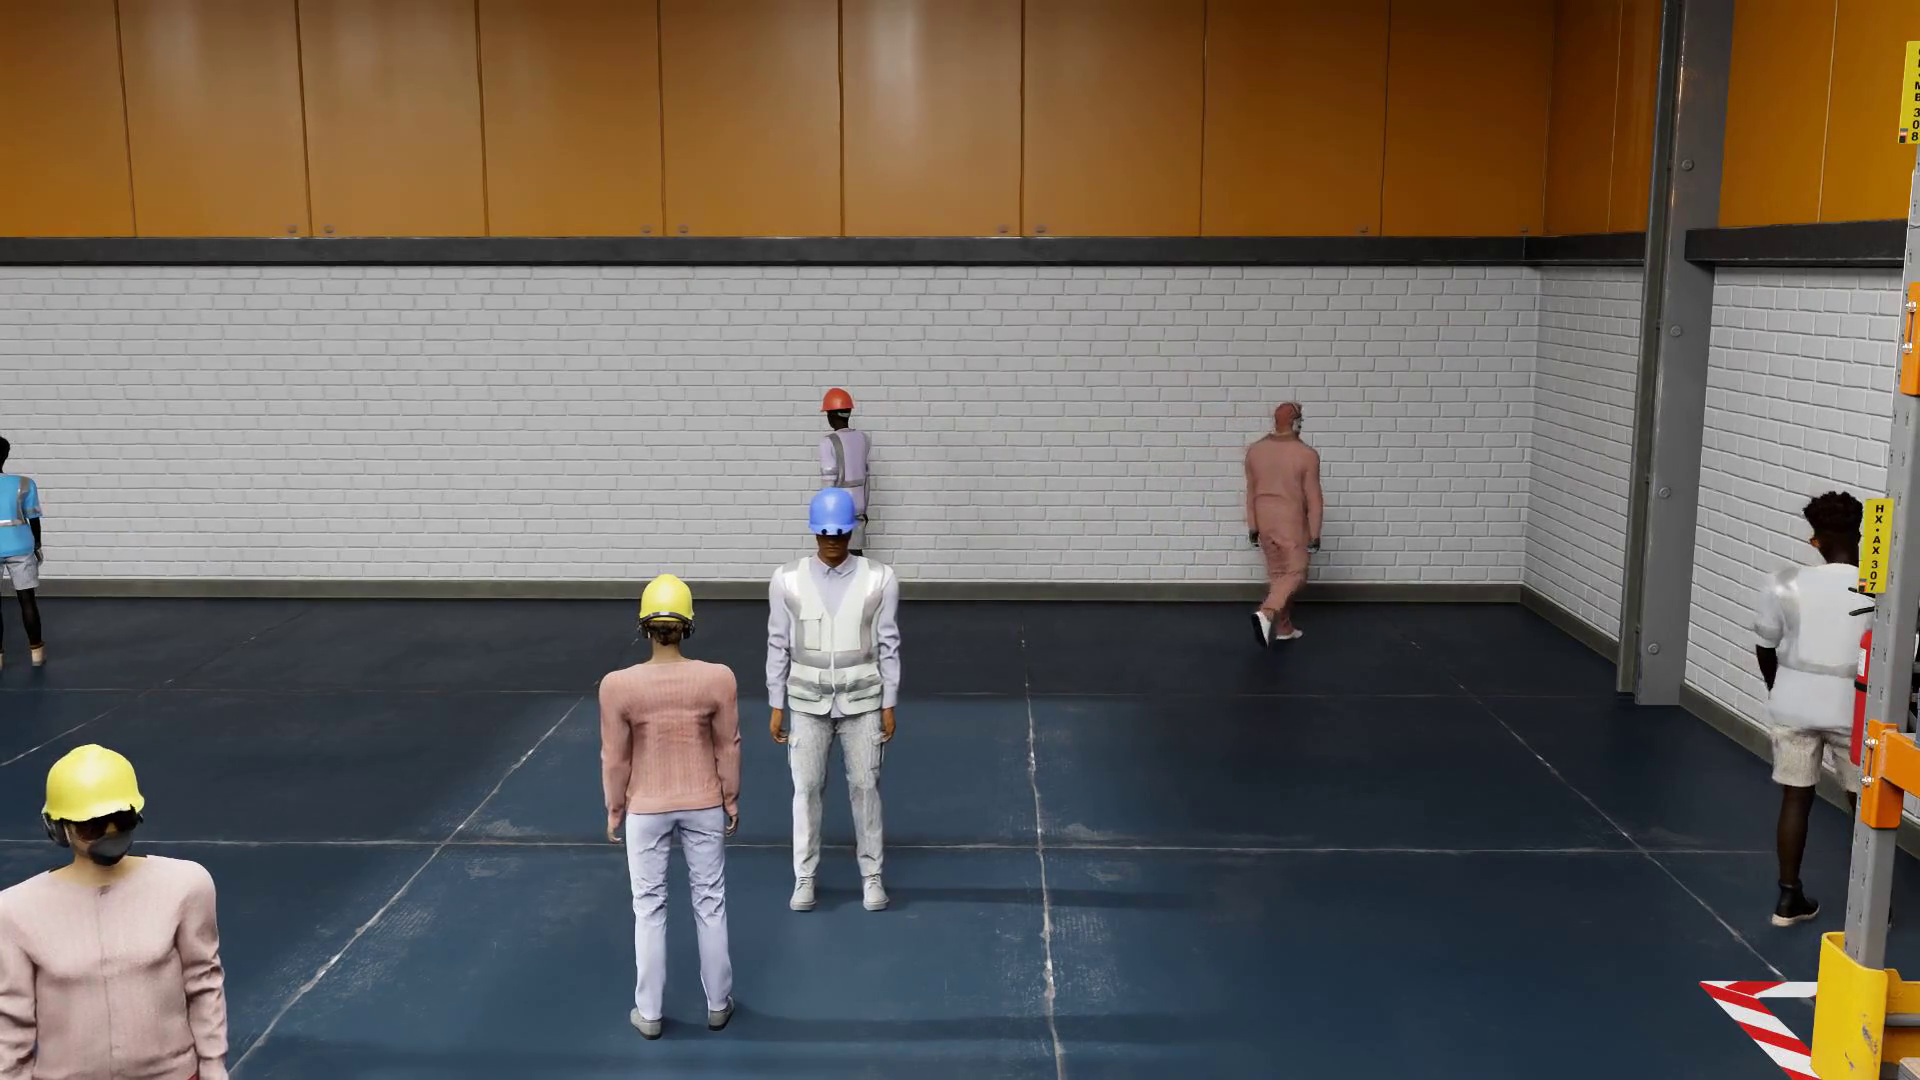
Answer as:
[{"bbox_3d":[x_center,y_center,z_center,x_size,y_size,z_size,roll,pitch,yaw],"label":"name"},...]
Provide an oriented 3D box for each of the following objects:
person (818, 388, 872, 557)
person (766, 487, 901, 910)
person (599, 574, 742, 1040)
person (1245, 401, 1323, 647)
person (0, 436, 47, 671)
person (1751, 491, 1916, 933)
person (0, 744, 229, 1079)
[{"bbox_3d":[-0.947,-0.240,13.228,0.377,1.932,0.551,7,12,38],"label":"person"},{"bbox_3d":[-0.571,0.719,7.470,0.606,1.939,0.410,0,9,-1],"label":"person"},{"bbox_3d":[-1.083,1.005,6.276,0.522,1.768,0.312,-3,10,-15],"label":"person"},{"bbox_3d":[2.431,-0.109,12.610,0.732,1.884,0.646,-9,13,-43],"label":"person"},{"bbox_3d":[-6.877,0.091,11.954,0.540,1.695,0.317,-7,12,-36],"label":"person"},{"bbox_3d":[3.836,0.746,7.339,0.649,1.929,0.511,5,11,30],"label":"person"},{"bbox_3d":[-2.087,1.364,4.121,0.533,1.769,0.310,-6,11,-31],"label":"person"}]
